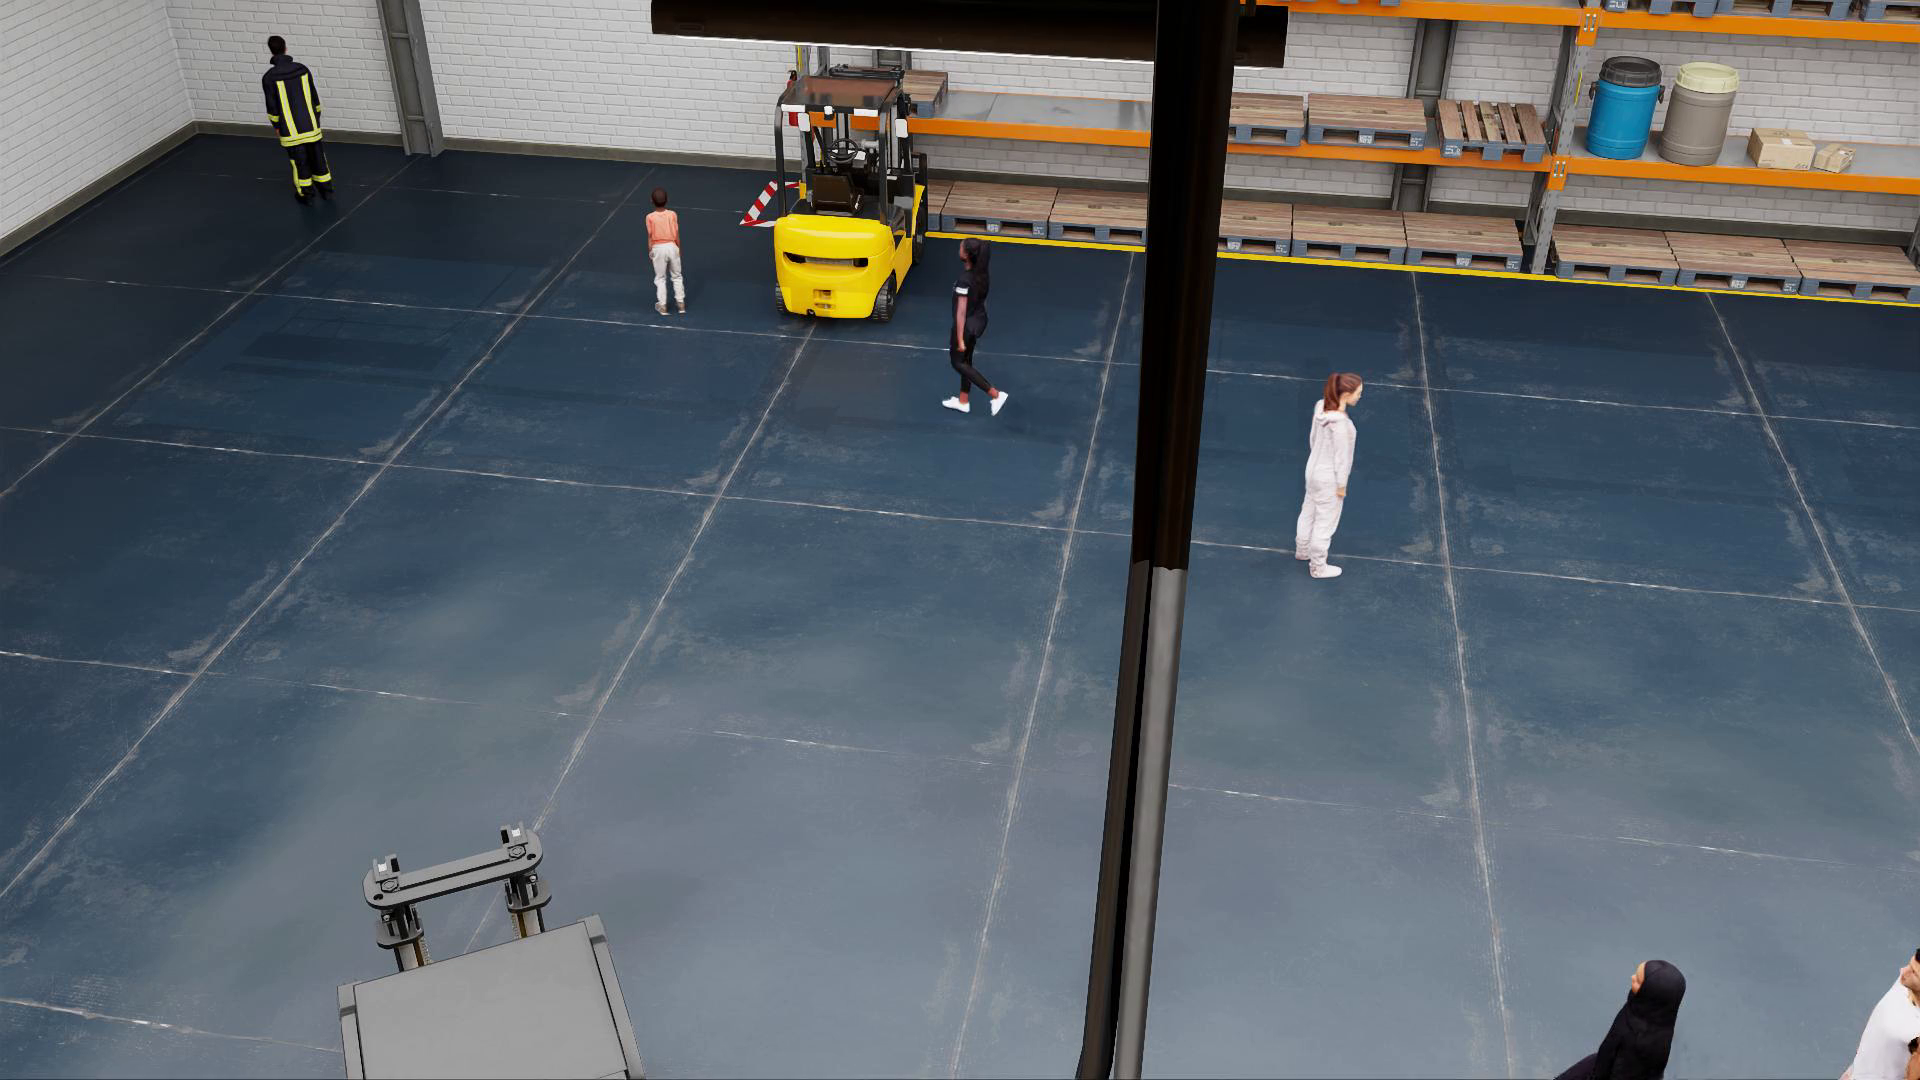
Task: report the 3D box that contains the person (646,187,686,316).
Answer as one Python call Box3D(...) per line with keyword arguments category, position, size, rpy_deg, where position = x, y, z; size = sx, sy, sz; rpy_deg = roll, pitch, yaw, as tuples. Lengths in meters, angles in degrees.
Box3D(category="person", position=(-2.955, -2.900, 16.674), size=(0.512, 1.307, 0.601), rpy_deg=(-11, 35, -15))

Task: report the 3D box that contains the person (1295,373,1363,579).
Box3D(category="person", position=(2.796, -0.510, 12.735), size=(0.716, 1.688, 0.721), rpy_deg=(-9, 35, -13))

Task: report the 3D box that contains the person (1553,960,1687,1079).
Box3D(category="person", position=(3.301, 2.655, 8.047), size=(1.122, 1.606, 0.817), rpy_deg=(15, 36, 21))

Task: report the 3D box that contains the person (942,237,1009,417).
Box3D(category="person", position=(0.146, -1.854, 14.734), size=(1.020, 1.713, 0.805), rpy_deg=(18, 38, 25))

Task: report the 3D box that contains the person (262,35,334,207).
Box3D(category="person", position=(-7.559, -4.783, 18.951), size=(0.896, 1.923, 0.911), rpy_deg=(-29, 43, -36))
